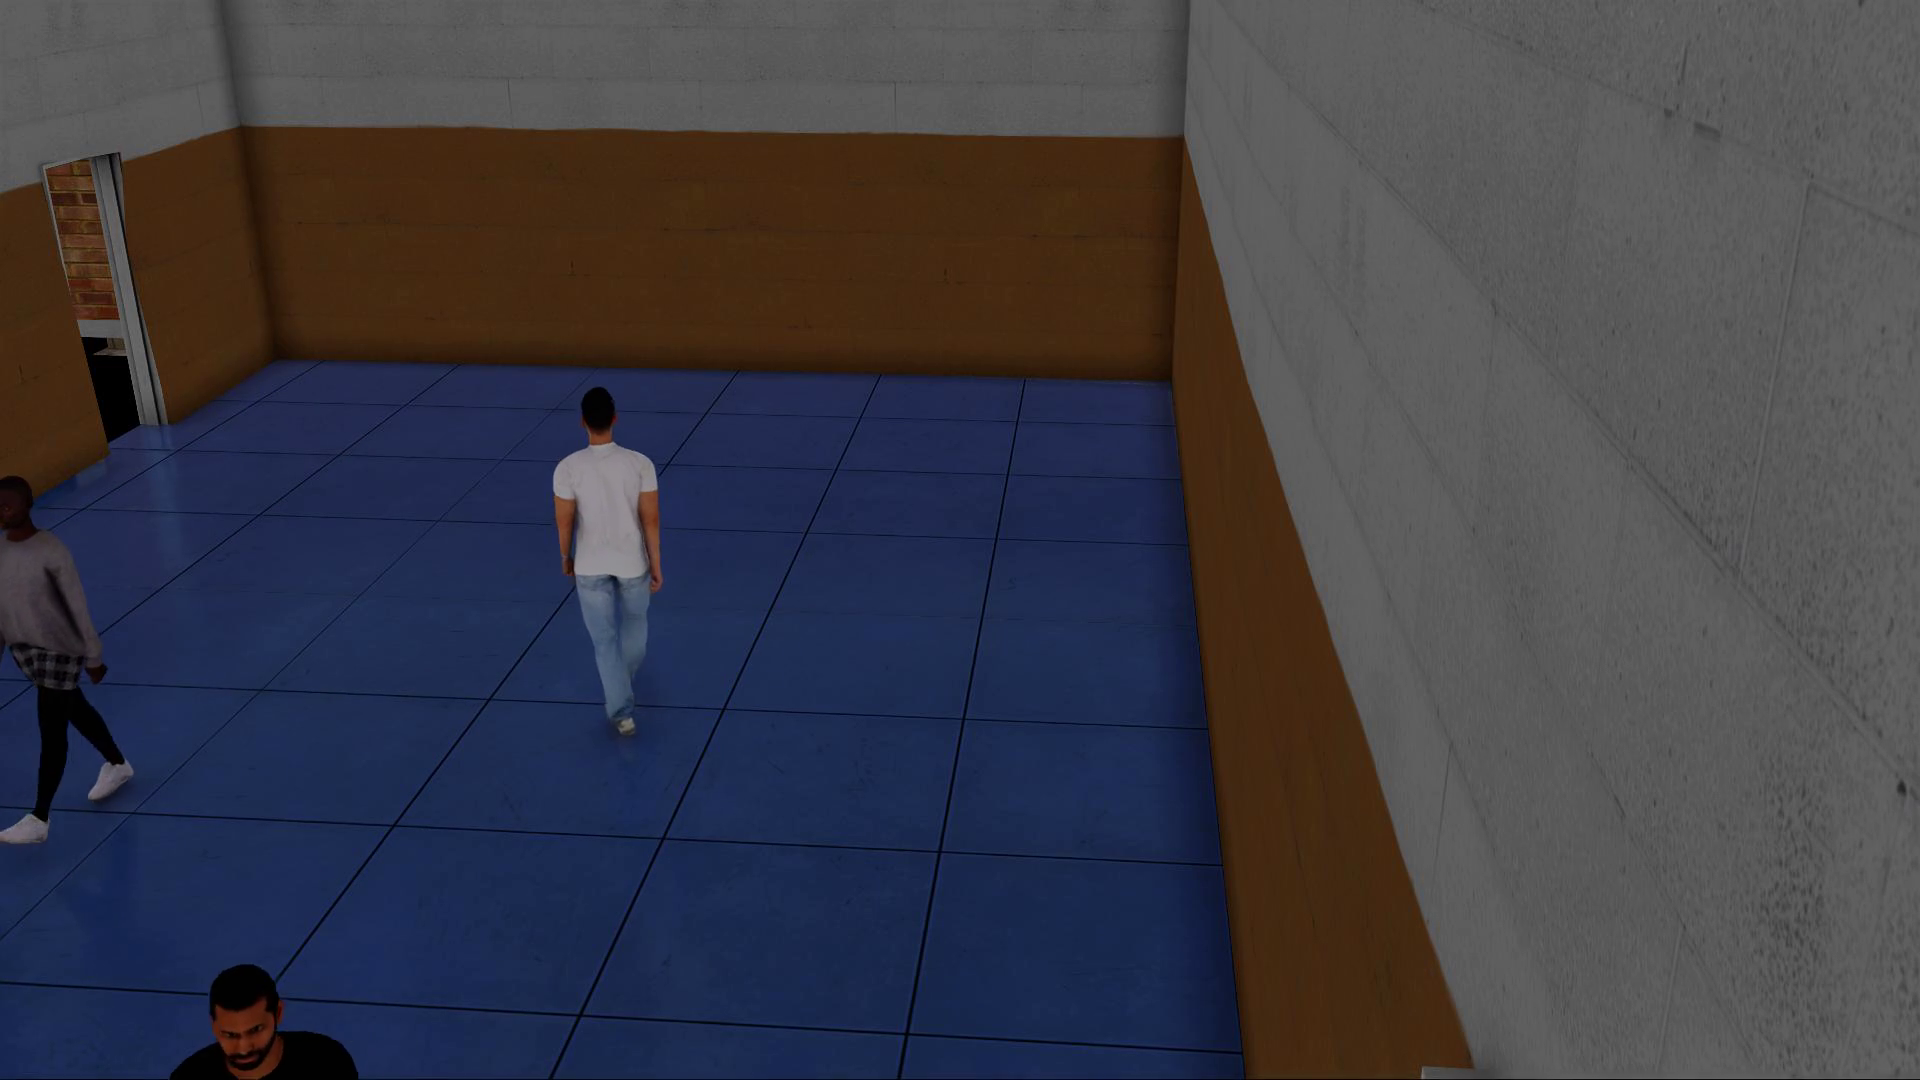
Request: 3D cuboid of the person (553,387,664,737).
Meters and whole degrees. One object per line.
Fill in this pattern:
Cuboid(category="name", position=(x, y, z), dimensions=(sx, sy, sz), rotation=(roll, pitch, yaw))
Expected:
Cuboid(category="person", position=(-1.815, 0.159, 8.702), dimensions=(1.157, 1.821, 1.039), rotation=(-7, 23, -17))

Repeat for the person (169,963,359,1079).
Cuboid(category="person", position=(-1.854, 1.853, 4.586), dimensions=(0.641, 1.747, 0.774), rotation=(-4, 22, -10))

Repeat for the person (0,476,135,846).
Cuboid(category="person", position=(-4.280, 0.509, 7.945), dimensions=(1.117, 1.736, 0.851), rotation=(6, 23, 15))
